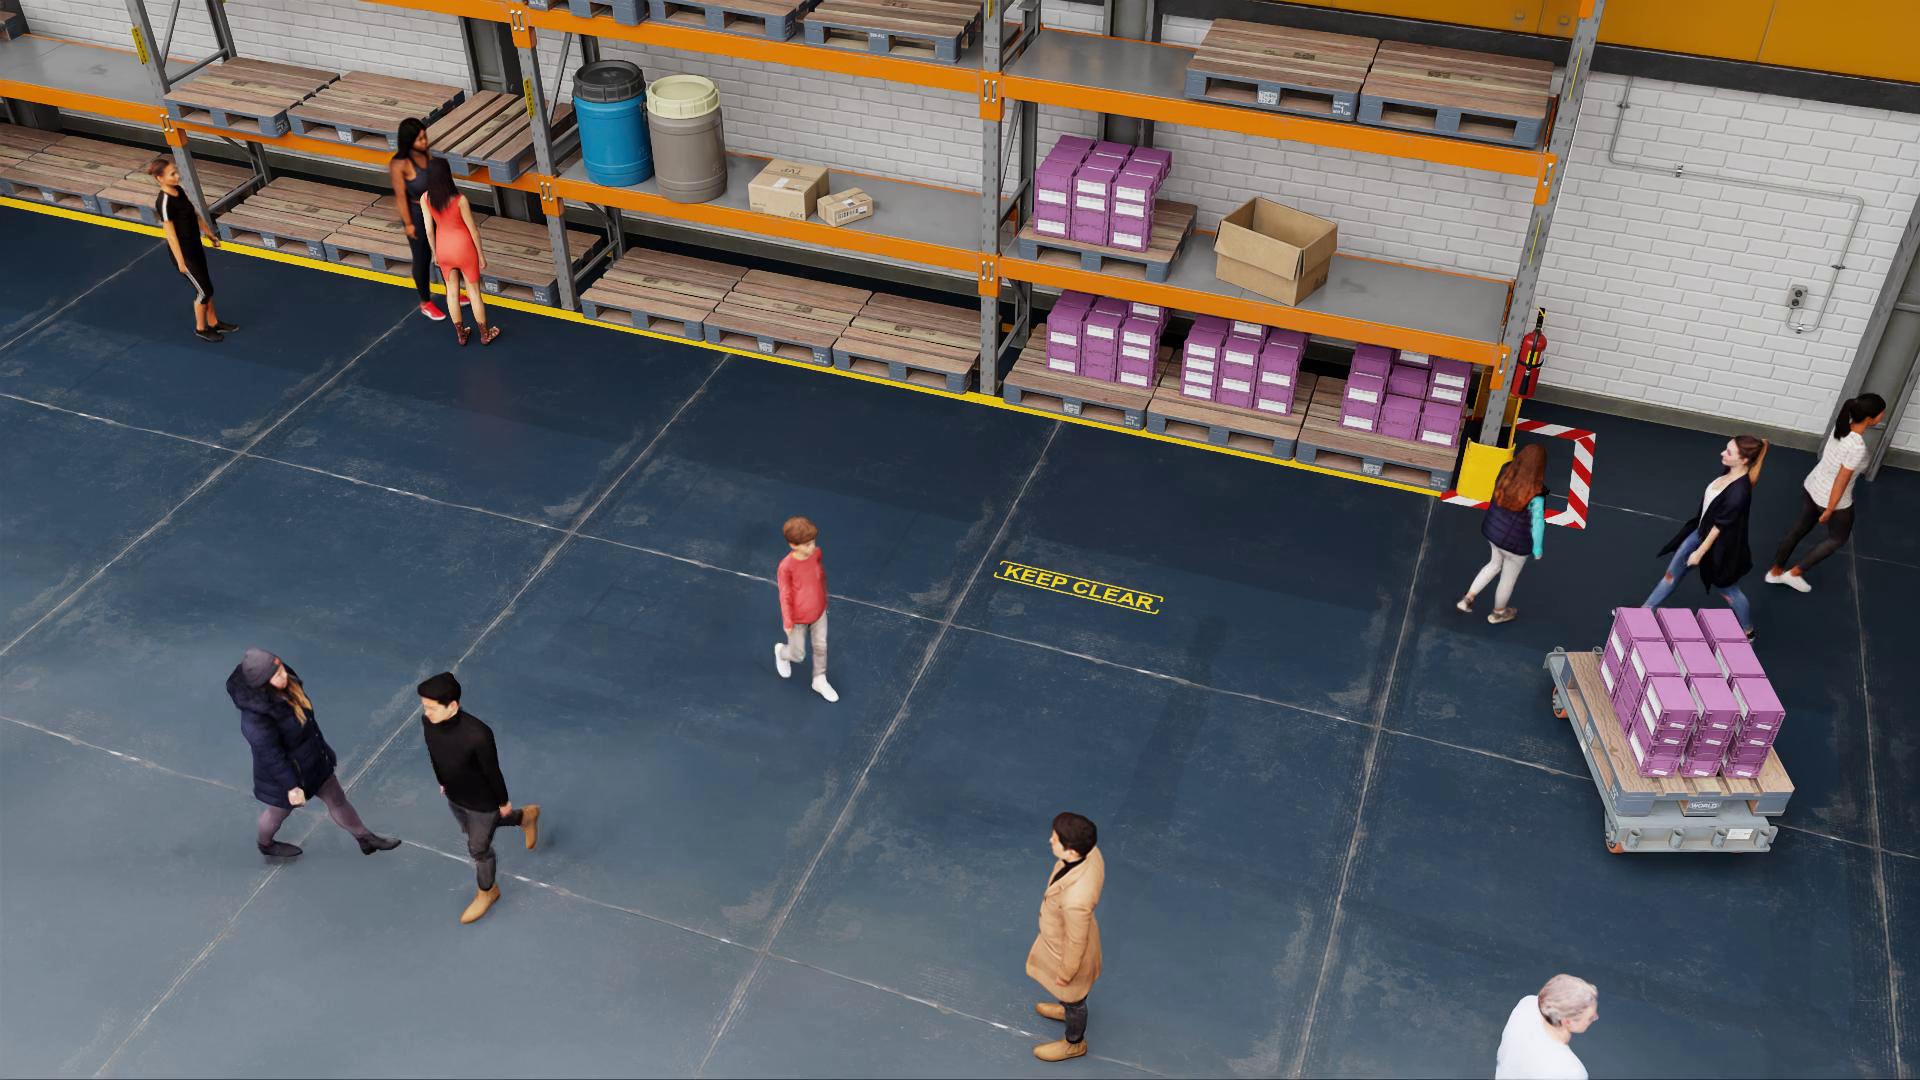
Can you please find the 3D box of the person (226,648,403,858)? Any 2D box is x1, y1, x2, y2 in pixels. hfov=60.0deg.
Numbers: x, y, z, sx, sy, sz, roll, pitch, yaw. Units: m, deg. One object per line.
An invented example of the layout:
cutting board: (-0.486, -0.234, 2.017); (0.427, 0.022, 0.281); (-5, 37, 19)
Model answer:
person: (-3.891, 1.282, 9.471); (1.177, 1.629, 0.904); (0, 39, 0)

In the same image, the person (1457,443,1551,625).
person: (3.667, -0.008, 11.198); (0.847, 1.490, 0.787); (-16, 41, -20)

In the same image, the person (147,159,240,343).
person: (-6.628, -2.471, 14.146); (0.712, 1.660, 0.698); (-3, 39, -4)

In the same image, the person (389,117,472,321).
person: (-4.641, -2.822, 14.463); (0.712, 1.813, 0.739); (24, 45, 27)

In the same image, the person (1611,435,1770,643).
person: (5.094, 0.060, 10.998); (1.169, 1.635, 0.683); (8, 39, 10)

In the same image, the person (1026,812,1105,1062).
person: (0.572, 2.016, 8.474); (0.704, 1.727, 0.717); (3, 39, 4)

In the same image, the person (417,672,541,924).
person: (-2.681, 1.352, 9.326); (0.993, 1.701, 0.864); (24, 44, 27)

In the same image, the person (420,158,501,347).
person: (-4.253, -2.422, 14.038); (0.543, 1.719, 0.704); (2, 39, 2)

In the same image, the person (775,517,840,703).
person: (-1.039, 0.425, 10.720); (0.715, 1.411, 0.836); (-29, 47, -31)

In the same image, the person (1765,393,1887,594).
person: (5.898, -0.309, 11.464); (0.693, 1.629, 0.662); (0, 39, 0)

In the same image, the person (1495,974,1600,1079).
person: (2.569, 2.627, 7.580); (0.754, 1.889, 0.748); (-8, 39, -10)
